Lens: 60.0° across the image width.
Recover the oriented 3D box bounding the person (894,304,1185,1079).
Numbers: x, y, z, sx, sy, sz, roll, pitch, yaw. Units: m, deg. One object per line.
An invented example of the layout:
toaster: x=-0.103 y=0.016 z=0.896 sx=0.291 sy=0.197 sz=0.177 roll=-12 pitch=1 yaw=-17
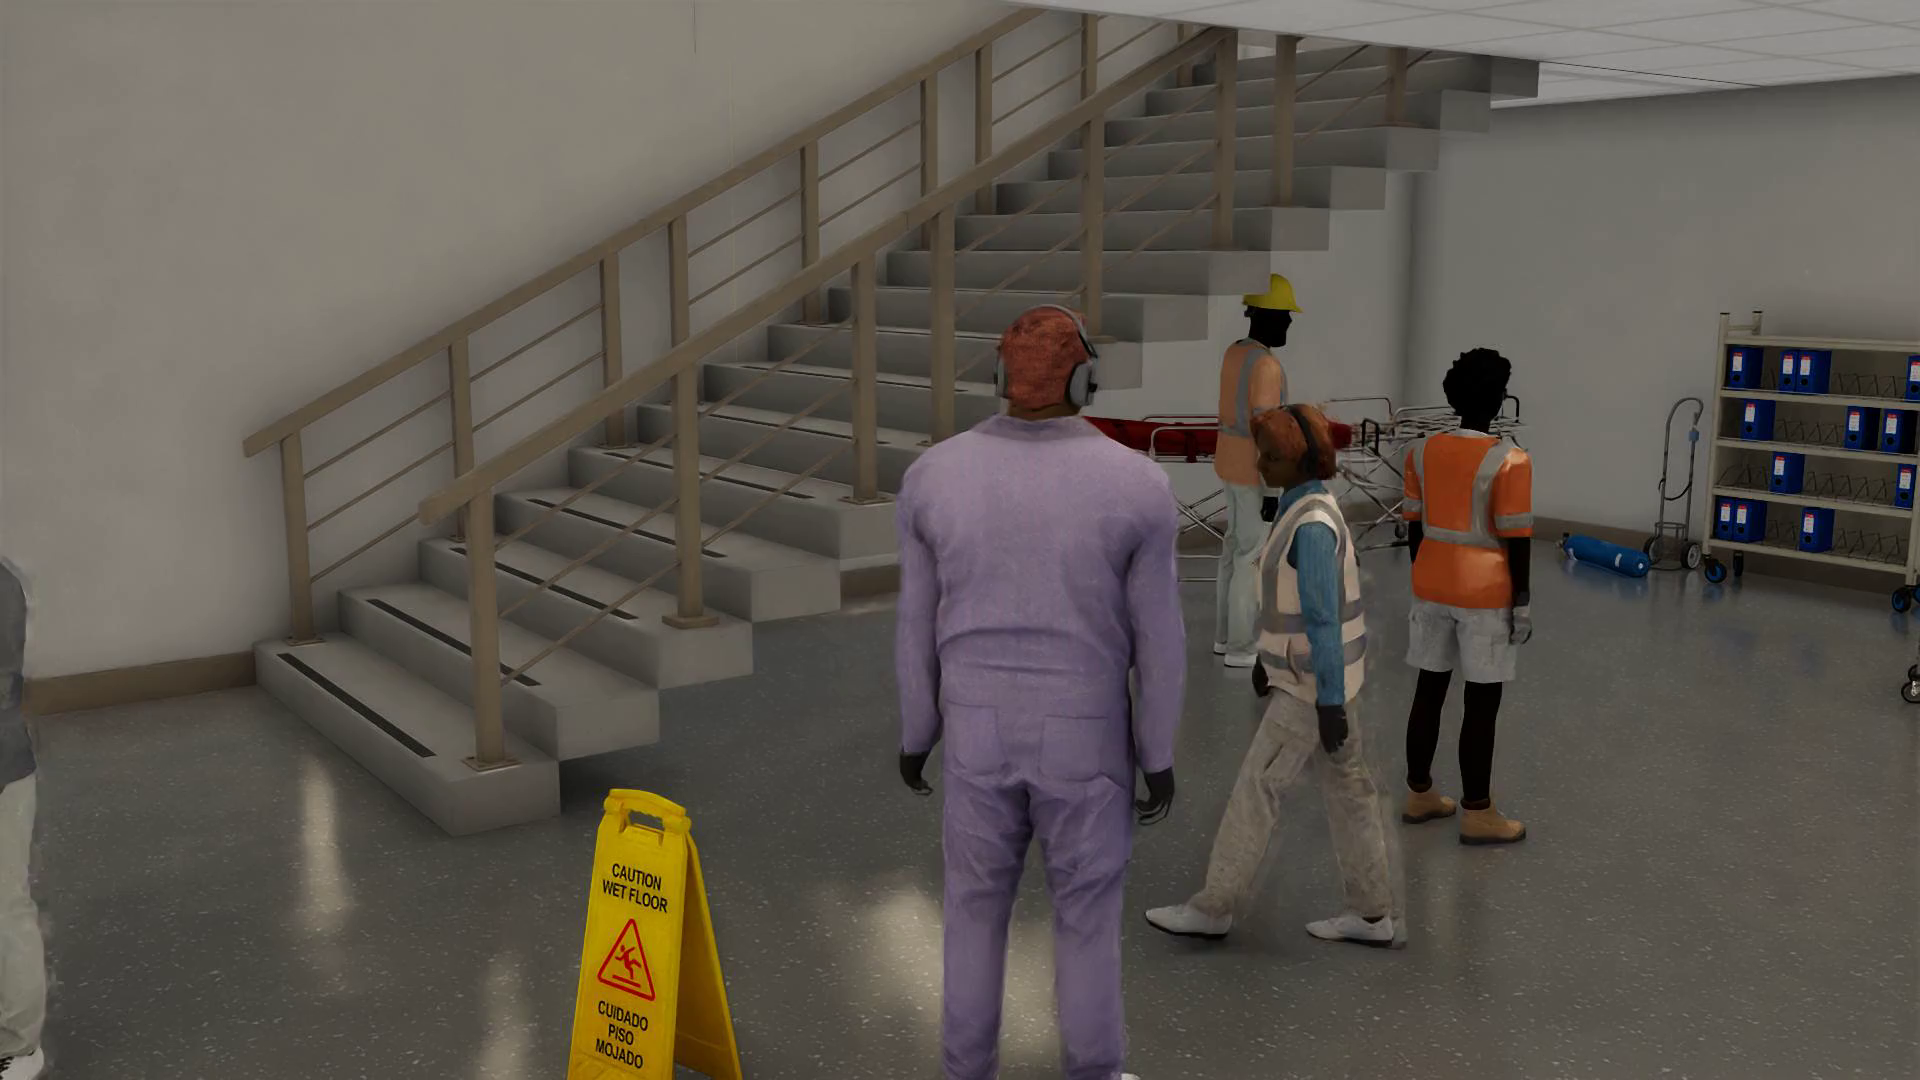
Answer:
person: x=0.186 y=0.423 z=3.801 sx=0.652 sy=1.905 sz=0.401 roll=3 pitch=10 yaw=16

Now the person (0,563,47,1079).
person: x=-2.317 y=0.569 z=3.808 sx=0.491 sy=1.609 sz=0.485 roll=1 pitch=10 yaw=5

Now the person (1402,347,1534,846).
person: x=1.748 y=0.192 z=5.717 sx=0.316 sy=1.699 sz=0.540 roll=-6 pitch=11 yaw=-30

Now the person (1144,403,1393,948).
person: x=0.897 y=0.405 z=4.762 sx=0.805 sy=1.591 sz=0.565 roll=2 pitch=10 yaw=14

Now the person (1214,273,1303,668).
person: x=1.447 y=-0.330 z=8.113 sx=0.392 sy=1.919 sz=0.583 roll=-2 pitch=10 yaw=-9
